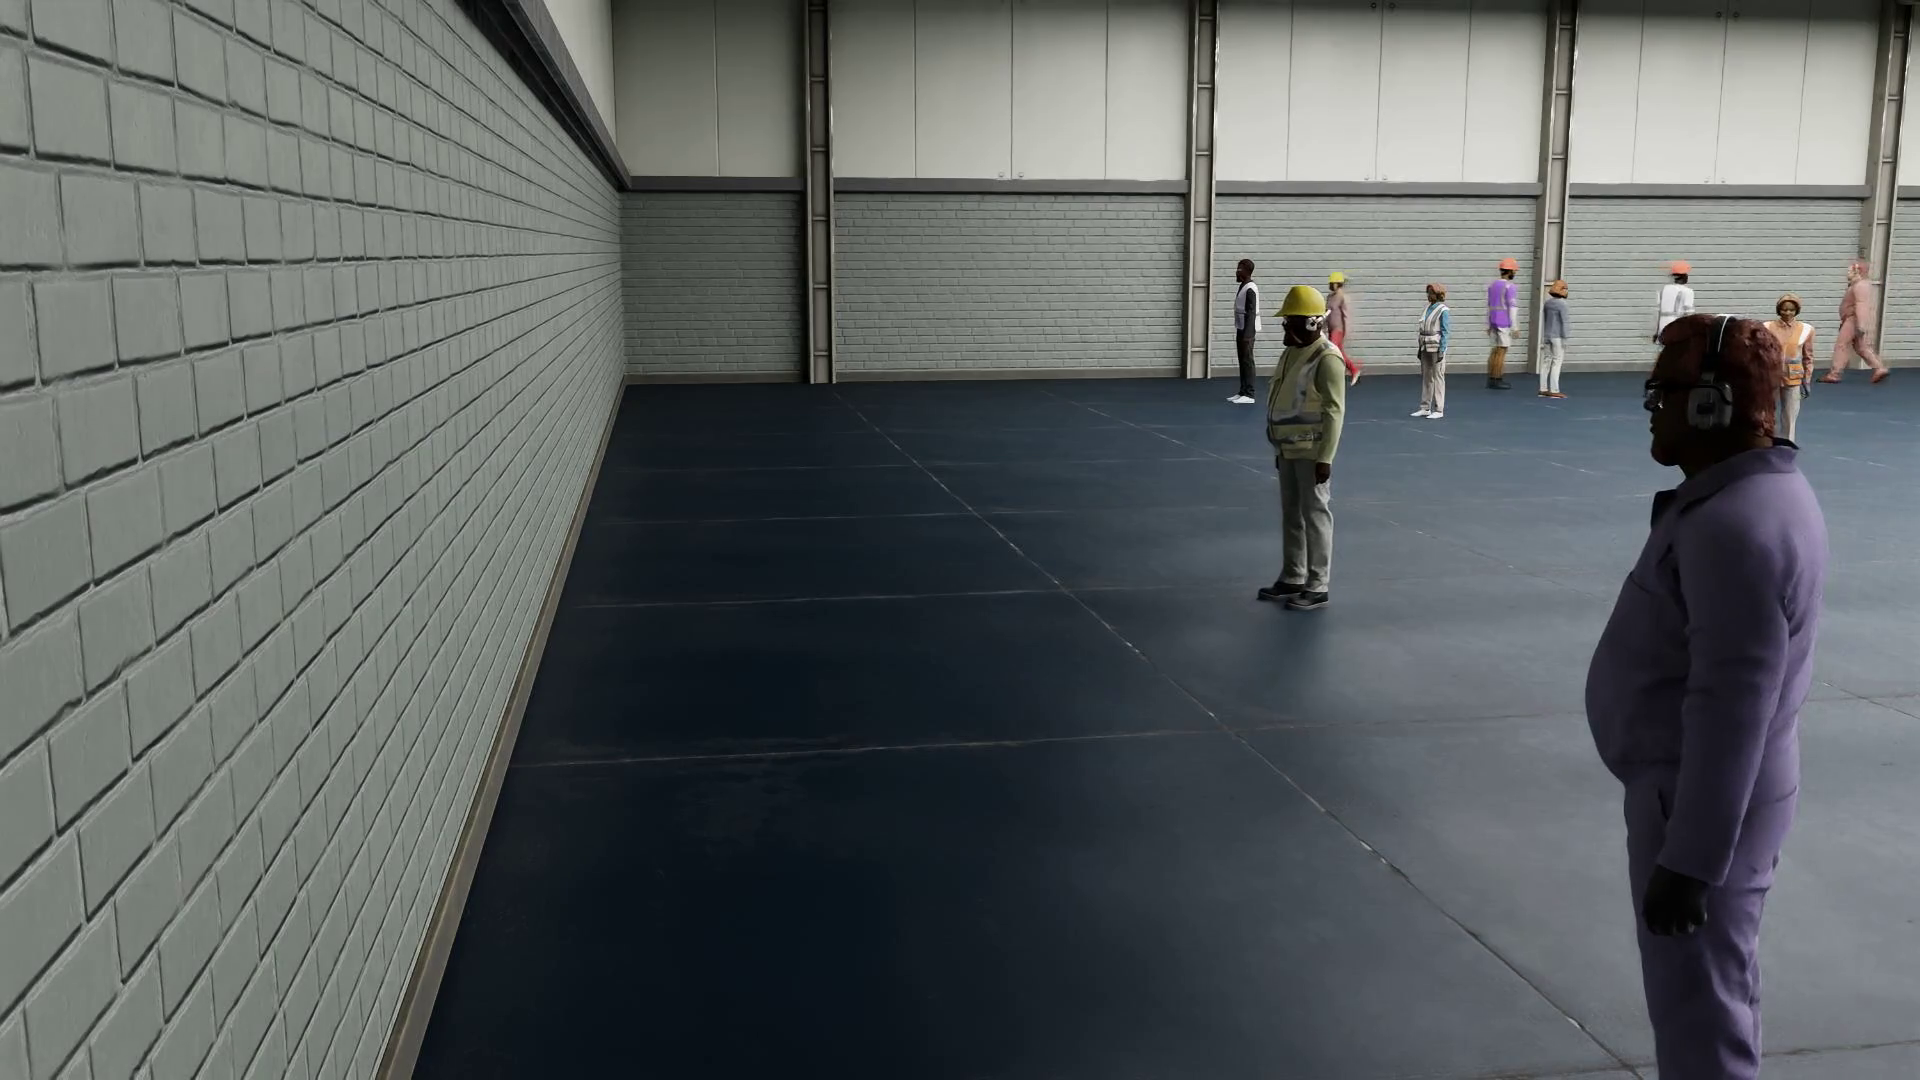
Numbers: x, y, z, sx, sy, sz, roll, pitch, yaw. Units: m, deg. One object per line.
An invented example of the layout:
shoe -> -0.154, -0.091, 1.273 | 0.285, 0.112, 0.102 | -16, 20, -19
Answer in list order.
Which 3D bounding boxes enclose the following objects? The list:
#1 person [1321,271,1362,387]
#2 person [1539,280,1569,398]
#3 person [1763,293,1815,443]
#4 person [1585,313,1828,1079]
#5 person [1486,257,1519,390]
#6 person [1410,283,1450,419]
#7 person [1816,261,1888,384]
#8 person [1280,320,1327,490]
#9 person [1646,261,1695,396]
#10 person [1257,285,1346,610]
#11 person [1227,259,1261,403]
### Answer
person -> 5.626, -3.106, 24.595 | 0.796, 1.738, 0.533 | -3, 10, -15
person -> 8.263, -2.785, 23.067 | 0.280, 1.628, 0.496 | -3, 10, -17
person -> 7.511, -1.428, 15.221 | 0.512, 1.640, 0.309 | 4, 10, 20
person -> 1.422, 0.518, 3.246 | 0.403, 1.906, 0.652 | 5, 11, 28
person -> 7.981, -3.174, 24.422 | 0.373, 1.936, 0.552 | -3, 10, -18
person -> 5.738, -2.292, 20.184 | 0.308, 1.645, 0.514 | -3, 10, -19
person -> 13.738, -3.320, 25.437 | 0.926, 1.873, 0.637 | 7, 12, 34
person -> 2.882, -1.185, 13.818 | 0.306, 1.640, 0.522 | -1, 10, -8
person -> 9.969, -2.930, 23.190 | 1.008, 1.880, 0.566 | -4, 11, -23
person -> 1.941, -0.521, 9.443 | 0.404, 1.832, 0.592 | -3, 10, -15
person -> 3.823, -2.792, 22.260 | 0.386, 1.921, 0.595 | 0, 10, -2
